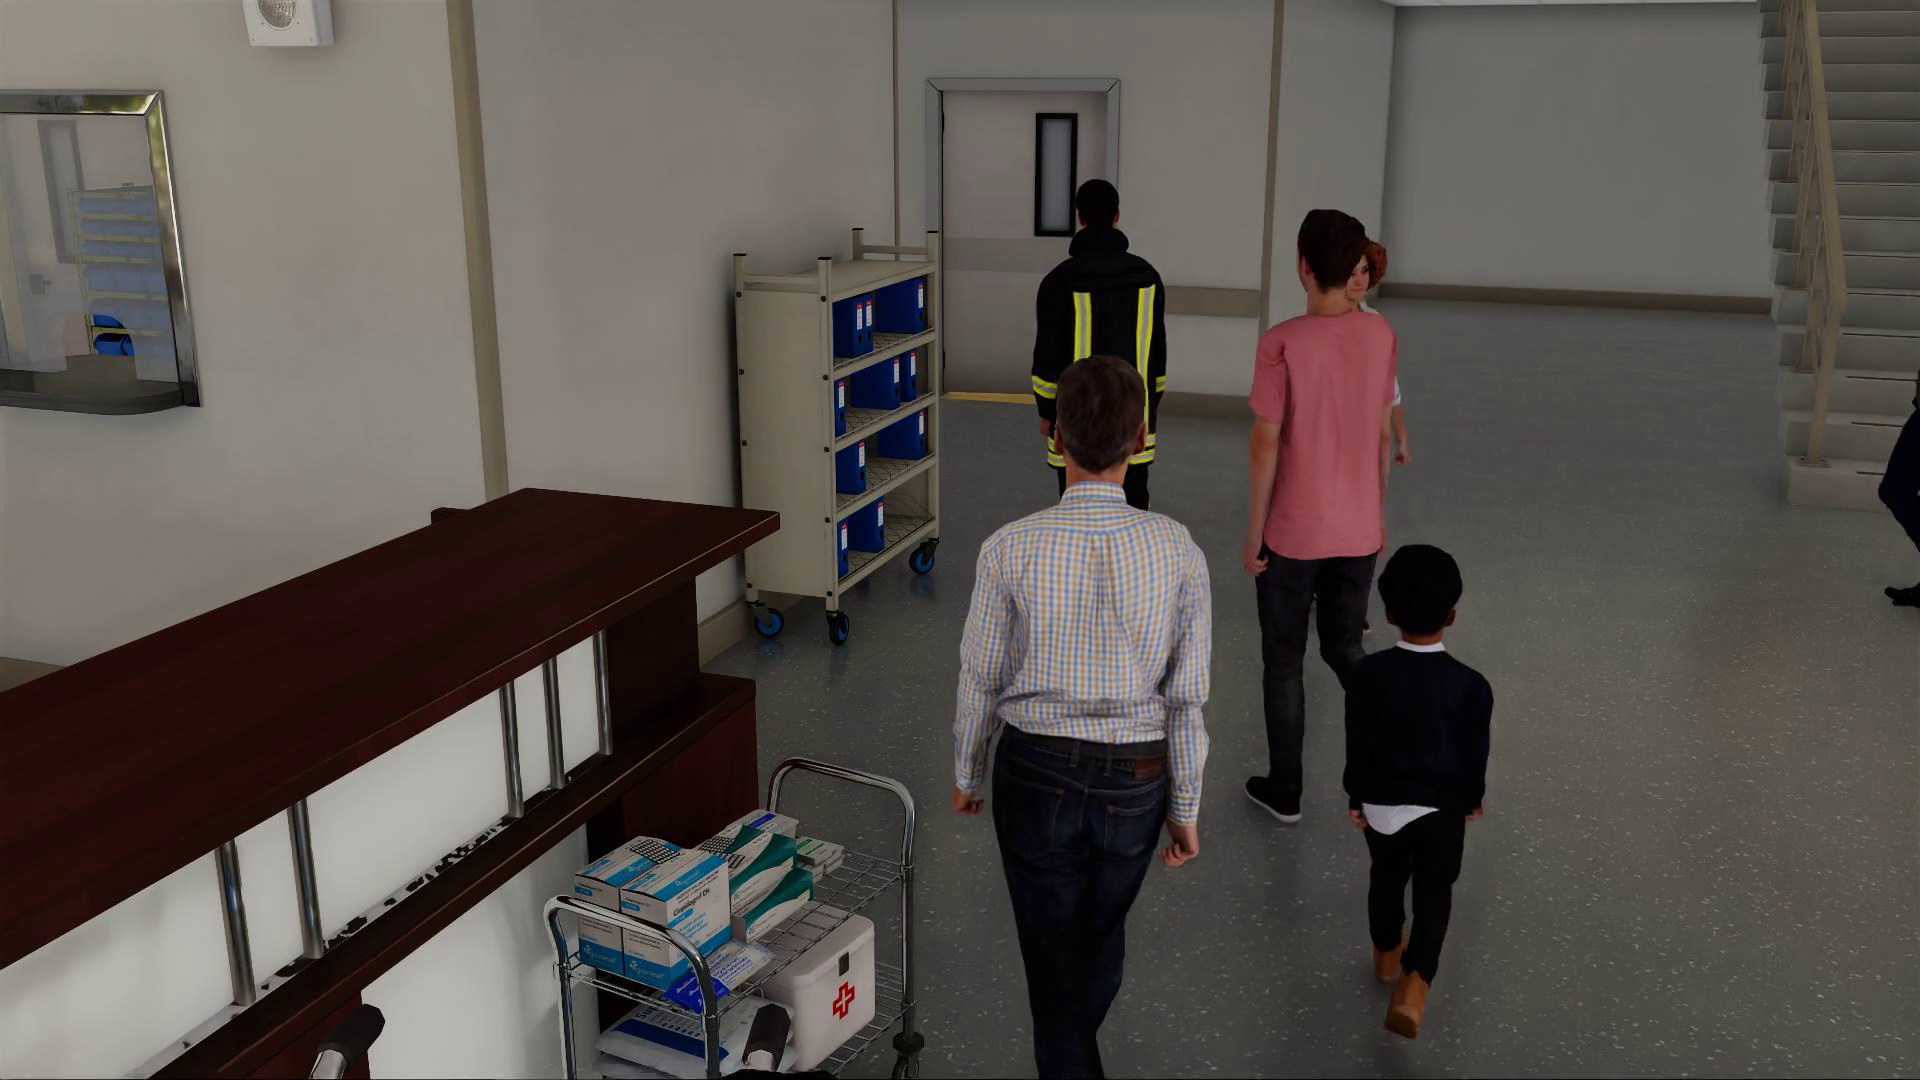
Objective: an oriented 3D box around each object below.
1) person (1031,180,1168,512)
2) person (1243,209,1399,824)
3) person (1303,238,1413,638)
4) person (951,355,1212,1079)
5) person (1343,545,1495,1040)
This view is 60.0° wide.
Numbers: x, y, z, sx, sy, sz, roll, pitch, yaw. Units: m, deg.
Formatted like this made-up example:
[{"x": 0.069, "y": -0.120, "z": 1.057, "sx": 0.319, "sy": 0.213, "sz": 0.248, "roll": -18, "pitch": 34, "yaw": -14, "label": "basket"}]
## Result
[{"x": 0.607, "y": -0.573, "z": 7.126, "sx": 0.892, "sy": 1.920, "sz": 0.916, "roll": -5, "pitch": 16, "yaw": -17, "label": "person"}, {"x": 1.136, "y": 0.000, "z": 5.050, "sx": 0.977, "sy": 1.945, "sz": 1.074, "roll": -6, "pitch": 17, "yaw": -19, "label": "person"}, {"x": 1.549, "y": -0.469, "z": 7.186, "sx": 0.984, "sy": 1.687, "sz": 1.045, "roll": -11, "pitch": 19, "yaw": -33, "label": "person"}, {"x": 0.256, "y": 0.564, "z": 3.378, "sx": 1.009, "sy": 1.767, "sz": 1.283, "roll": -2, "pitch": 16, "yaw": -5, "label": "person"}, {"x": 1.123, "y": 0.630, "z": 4.100, "sx": 0.513, "sy": 1.208, "sz": 0.809, "roll": 6, "pitch": 17, "yaw": 22, "label": "person"}]
